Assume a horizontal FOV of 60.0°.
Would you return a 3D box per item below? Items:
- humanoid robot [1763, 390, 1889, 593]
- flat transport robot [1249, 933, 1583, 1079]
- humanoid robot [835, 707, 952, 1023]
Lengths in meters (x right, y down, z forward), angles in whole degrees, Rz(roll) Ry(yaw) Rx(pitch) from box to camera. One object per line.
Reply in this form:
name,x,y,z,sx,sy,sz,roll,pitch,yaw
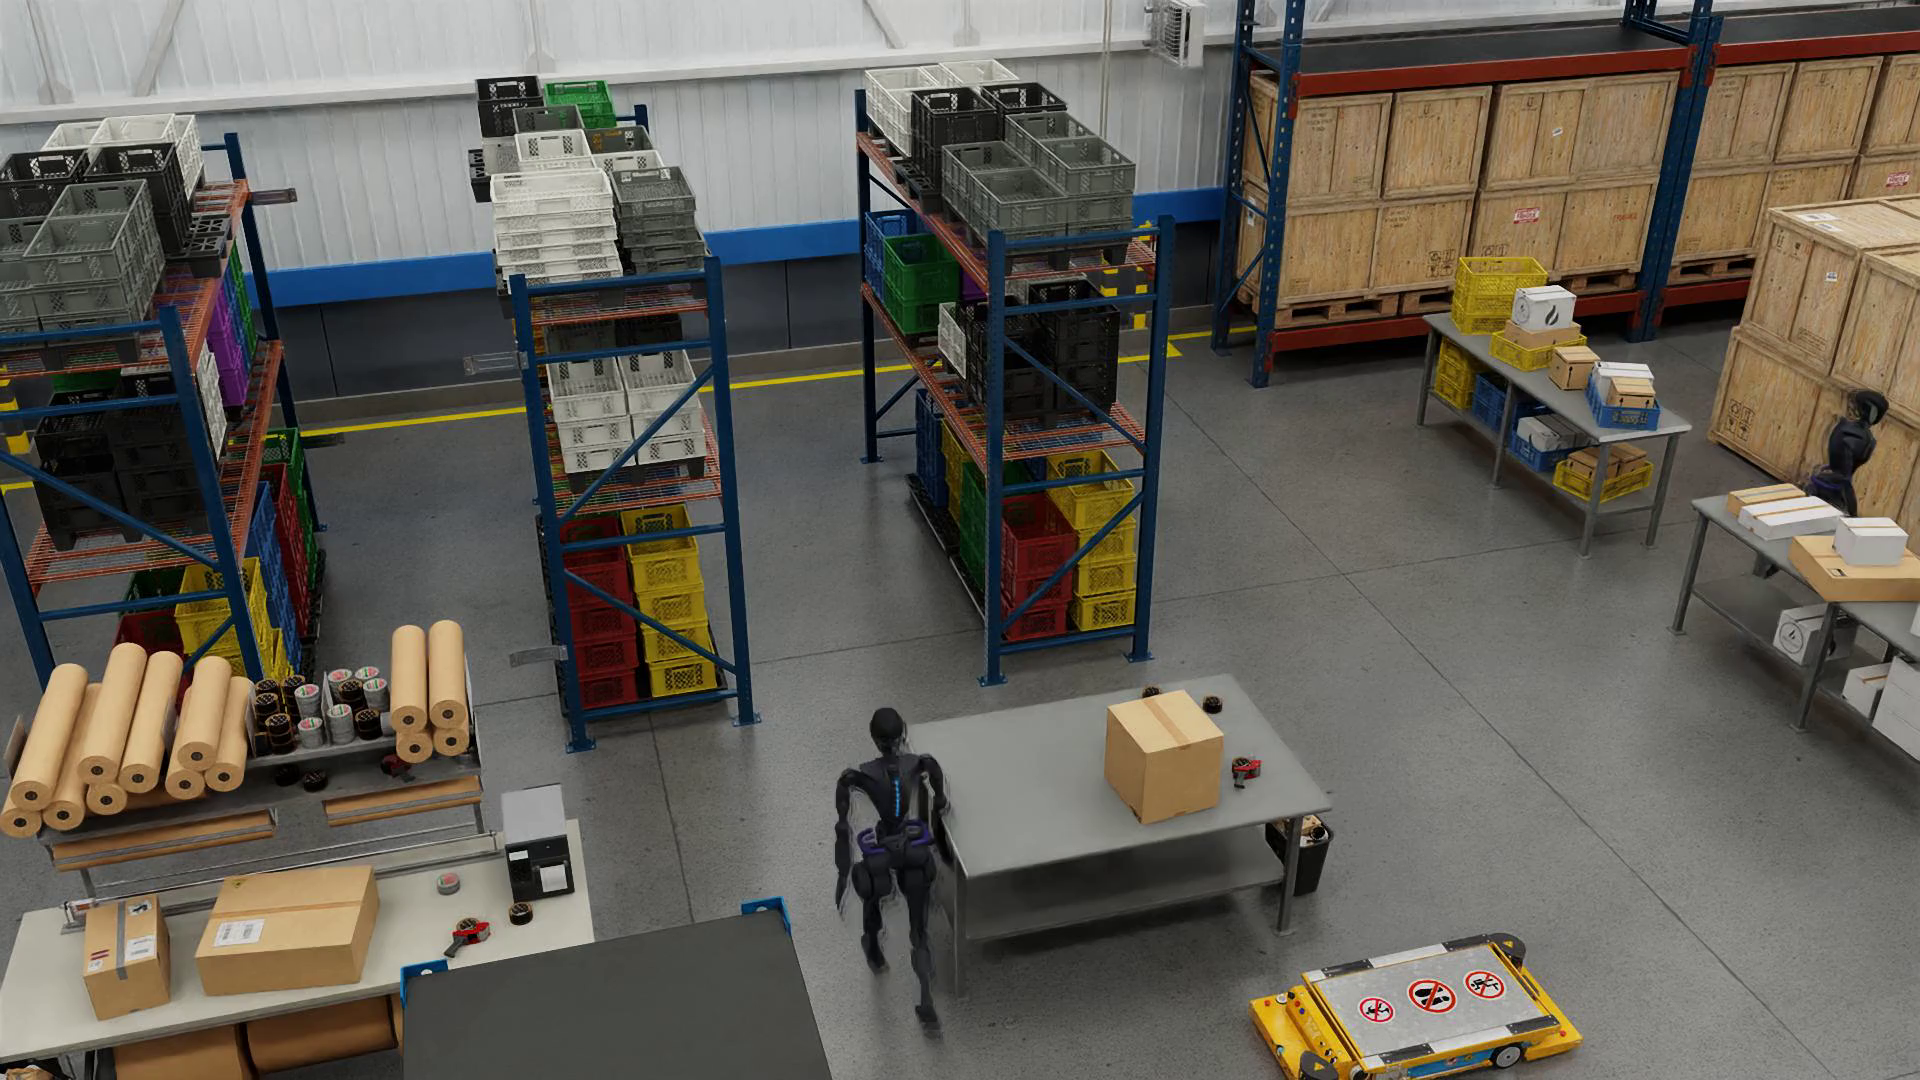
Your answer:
humanoid robot,5.918,-0.276,11.257,0.549,1.618,0.815,-25,37,-38
flat transport robot,2.184,2.282,7.980,1.431,0.197,0.652,-8,30,-14
humanoid robot,-0.300,1.538,7.952,0.607,1.637,0.752,-8,30,-15
